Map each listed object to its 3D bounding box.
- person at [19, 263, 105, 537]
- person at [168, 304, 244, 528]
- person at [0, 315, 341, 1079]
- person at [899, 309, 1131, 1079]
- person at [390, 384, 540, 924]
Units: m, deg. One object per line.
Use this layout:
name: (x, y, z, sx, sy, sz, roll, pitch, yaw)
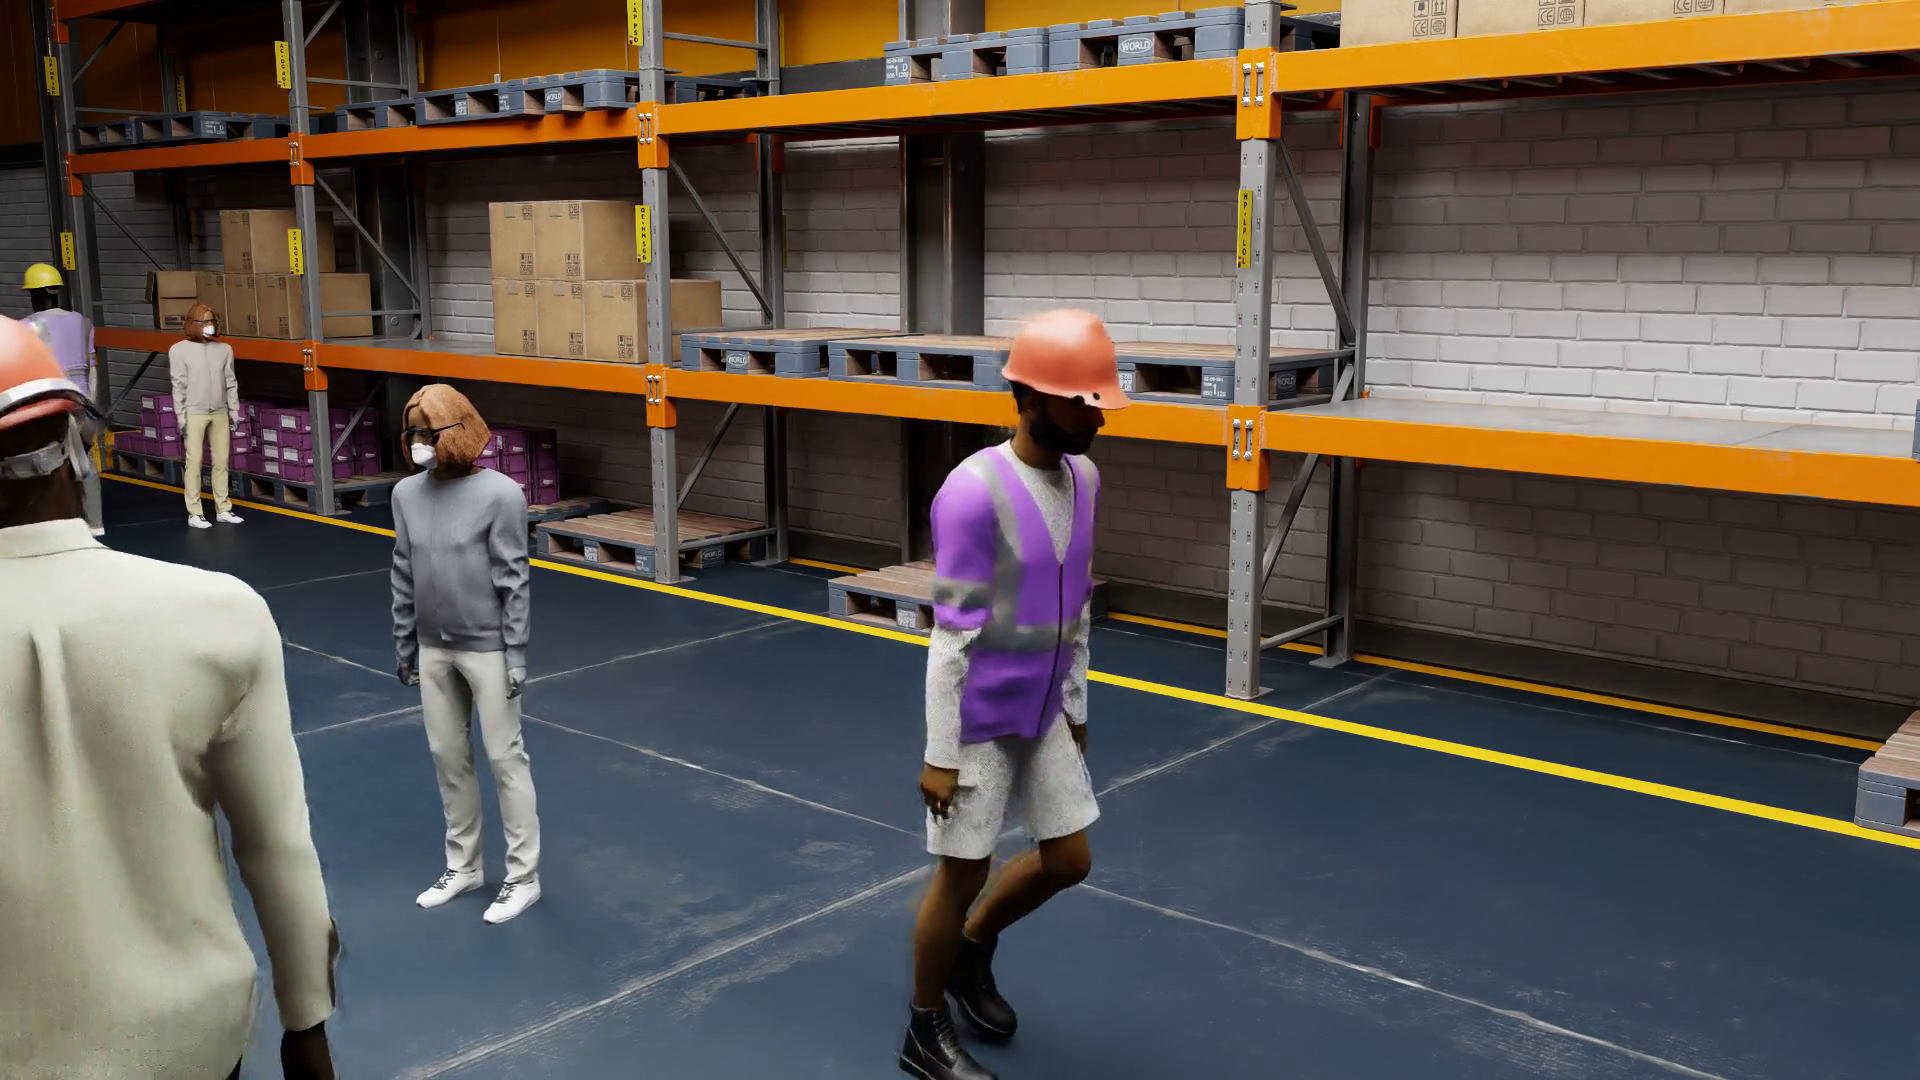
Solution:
person: (-6.236, -0.941, 11.500, 0.401, 1.918, 0.588, 4, 11, 20)
person: (-5.479, -0.901, 12.095, 0.279, 1.625, 0.497, 7, 12, 36)
person: (-1.238, 0.655, 2.320, 0.634, 1.934, 0.970, -8, 12, -37)
person: (0.122, 0.406, 3.923, 0.590, 1.894, 0.583, 9, 13, 41)
person: (-1.513, 0.339, 5.044, 0.506, 1.623, 0.292, 4, 11, 23)
